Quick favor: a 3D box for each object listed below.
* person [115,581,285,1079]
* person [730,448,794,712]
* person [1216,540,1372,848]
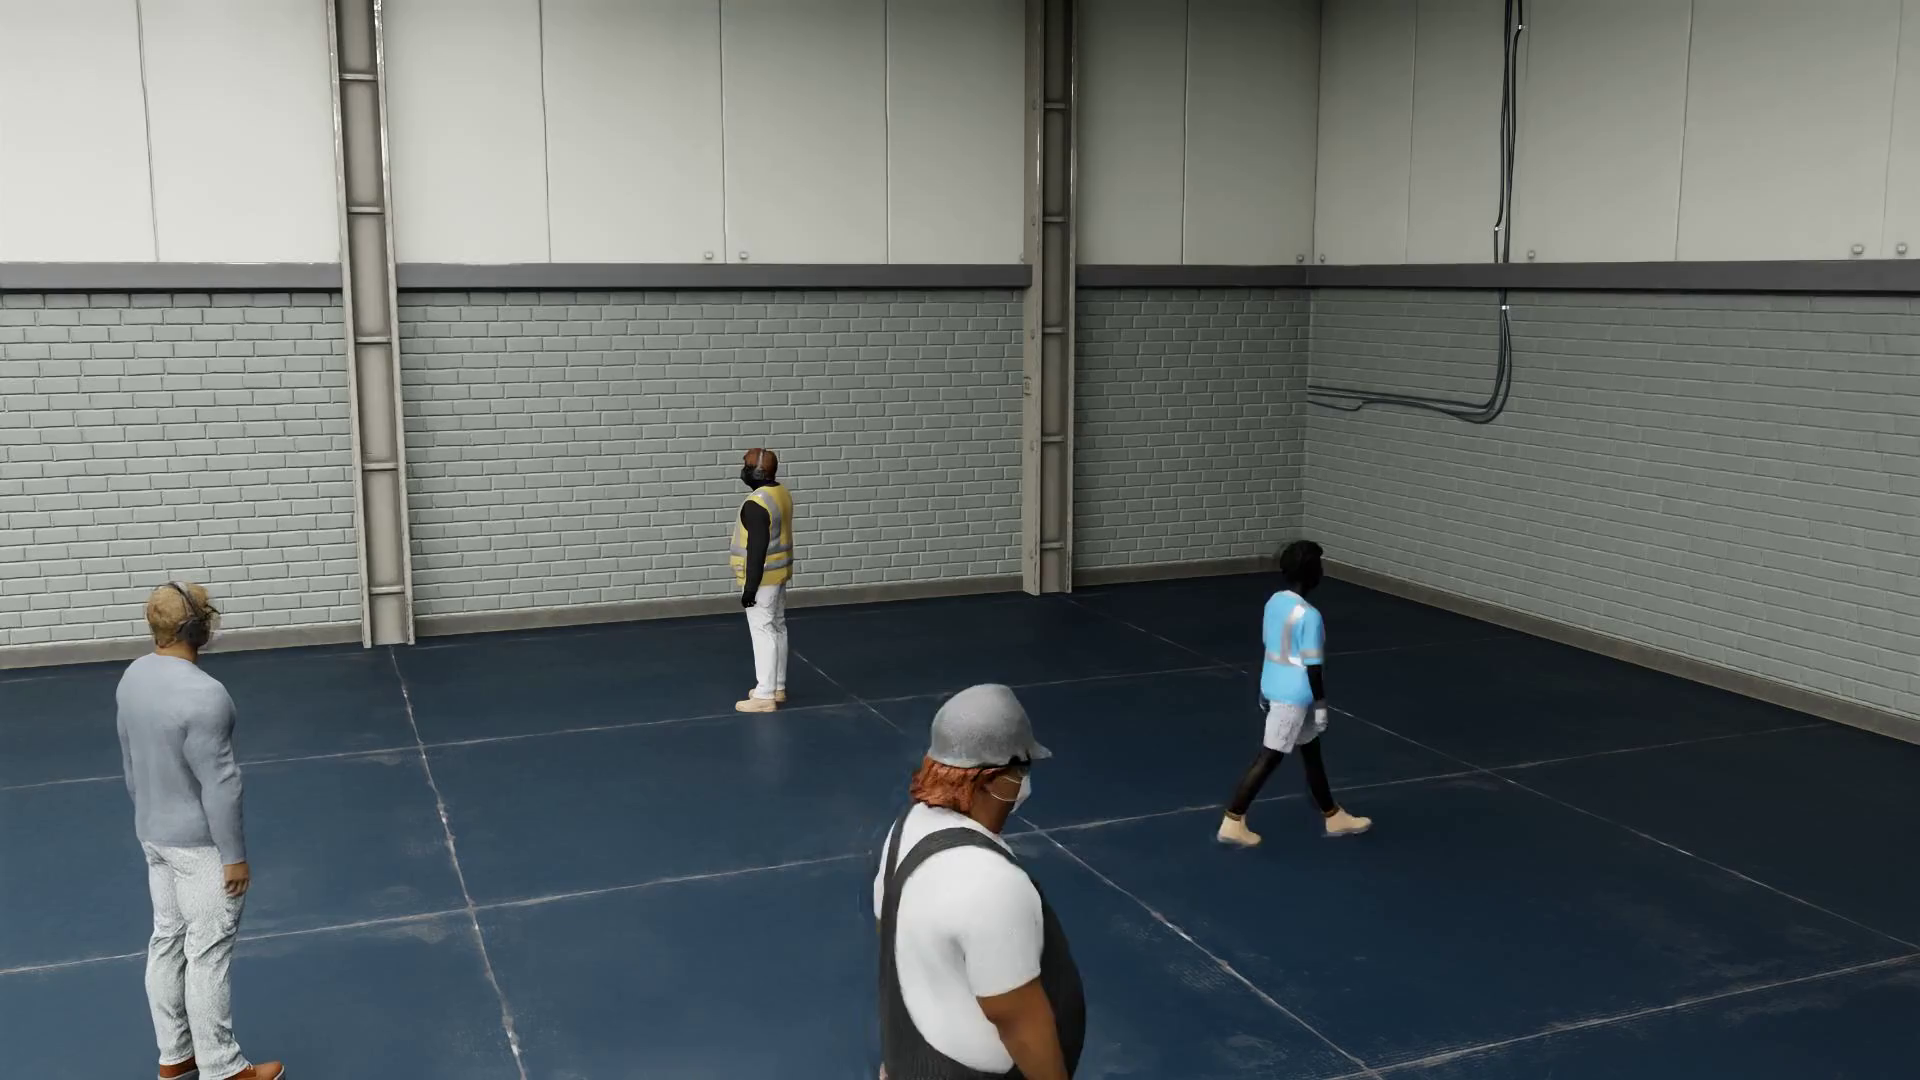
[{"bbox_3d":[-2.816,1.102,6.118,0.635,1.939,0.366,7,11,36],"label":"person"},{"bbox_3d":[-1.386,0.273,11.619,0.429,1.846,0.627,2,9,11],"label":"person"},{"bbox_3d":[1.768,0.817,8.795,0.893,1.650,0.539,-1,9,-7],"label":"person"}]
